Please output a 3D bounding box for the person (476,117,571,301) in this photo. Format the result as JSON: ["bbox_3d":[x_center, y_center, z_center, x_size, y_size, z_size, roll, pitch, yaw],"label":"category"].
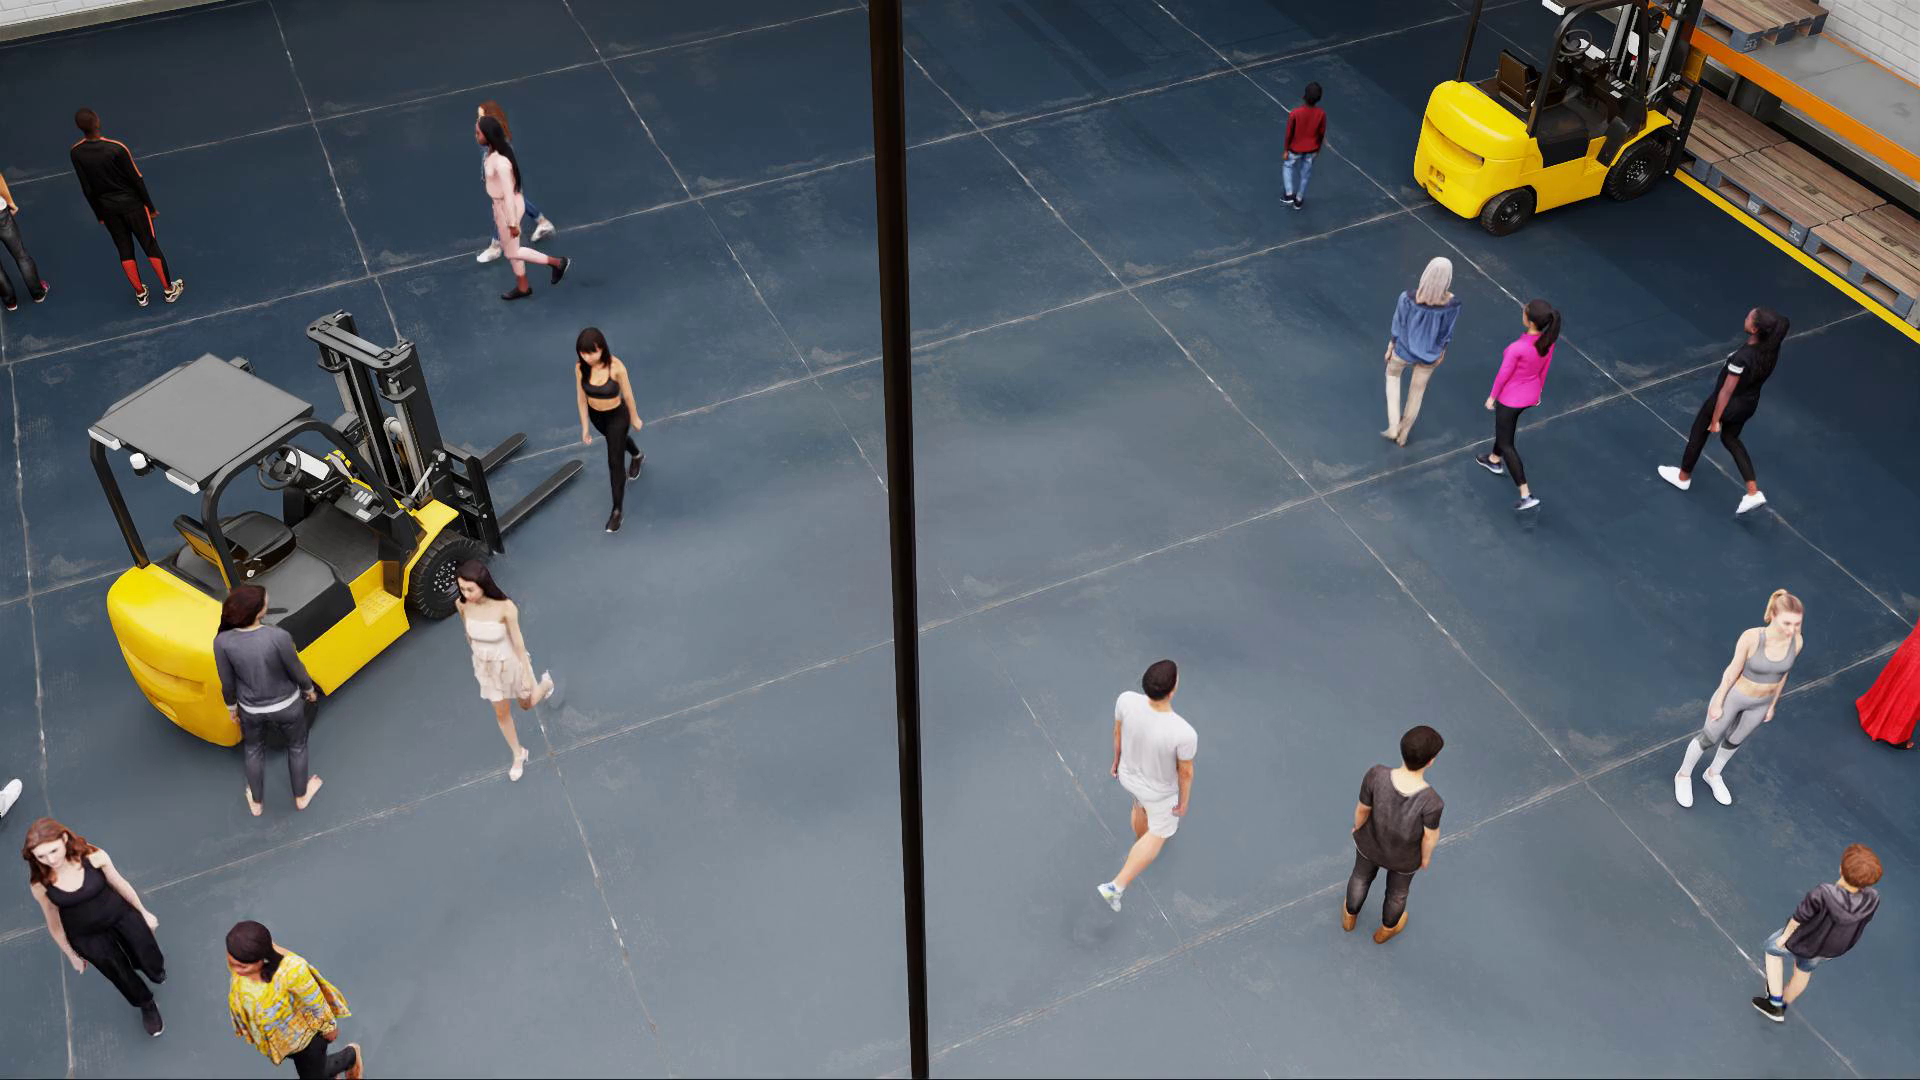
[{"bbox_3d":[-3.708,-2.783,13.987,0.712,1.706,0.799,-17,46,-17],"label":"person"}]

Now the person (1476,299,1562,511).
[{"bbox_3d":[4.110,-0.968,12.106,0.590,1.685,1.031,-19,47,-19],"label":"person"}]

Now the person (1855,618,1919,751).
[{"bbox_3d":[6.120,0.595,10.393,0.806,1.784,0.734,9,44,9],"label":"person"}]

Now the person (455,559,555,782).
[{"bbox_3d":[-2.778,0.727,10.296,0.911,1.716,1.028,9,44,9],"label":"person"}]

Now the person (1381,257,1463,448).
[{"bbox_3d":[3.436,-1.349,12.502,0.765,1.690,0.815,5,44,5],"label":"person"}]

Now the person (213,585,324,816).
[{"bbox_3d":[-4.174,1.008,9.987,0.836,1.736,0.687,-17,46,-17],"label":"person"}]

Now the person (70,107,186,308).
[{"bbox_3d":[-7.019,-2.788,13.919,0.681,1.807,0.616,-7,44,-8],"label":"person"}]

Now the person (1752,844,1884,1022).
[{"bbox_3d":[4.619,2.186,8.967,0.653,1.436,0.700,4,44,4],"label":"person"}]

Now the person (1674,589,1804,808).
[{"bbox_3d":[4.734,0.961,10.058,0.637,1.706,0.655,-2,44,-3],"label":"person"}]

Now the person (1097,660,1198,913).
[{"bbox_3d":[1.037,1.404,9.498,1.107,1.836,1.016,30,51,28],"label":"person"}]

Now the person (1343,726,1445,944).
[{"bbox_3d":[2.422,1.671,9.309,0.667,1.710,0.769,24,48,23],"label":"person"}]

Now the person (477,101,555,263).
[{"bbox_3d":[-3.939,-3.184,14.597,0.785,1.447,0.992,-28,50,-26],"label":"person"}]

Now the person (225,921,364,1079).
[{"bbox_3d":[-3.392,2.412,8.579,0.887,1.646,0.948,14,45,14],"label":"person"}]

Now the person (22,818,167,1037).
[{"bbox_3d":[-4.623,2.006,8.938,0.690,1.736,0.795,-27,50,-26],"label":"person"}]

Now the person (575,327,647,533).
[{"bbox_3d":[-2.532,-0.943,12.135,1.001,1.598,1.130,8,44,9],"label":"person"}]

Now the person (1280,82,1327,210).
[{"bbox_3d":[3.127,-3.553,15.129,0.577,1.246,0.592,-1,44,-1],"label":"person"}]

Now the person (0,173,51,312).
[{"bbox_3d":[-8.152,-2.744,13.883,0.638,1.804,0.527,-19,47,-19],"label":"person"}]

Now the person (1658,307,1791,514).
[{"bbox_3d":[5.657,-0.920,12.030,0.651,1.709,1.052,-22,48,-21],"label":"person"}]
